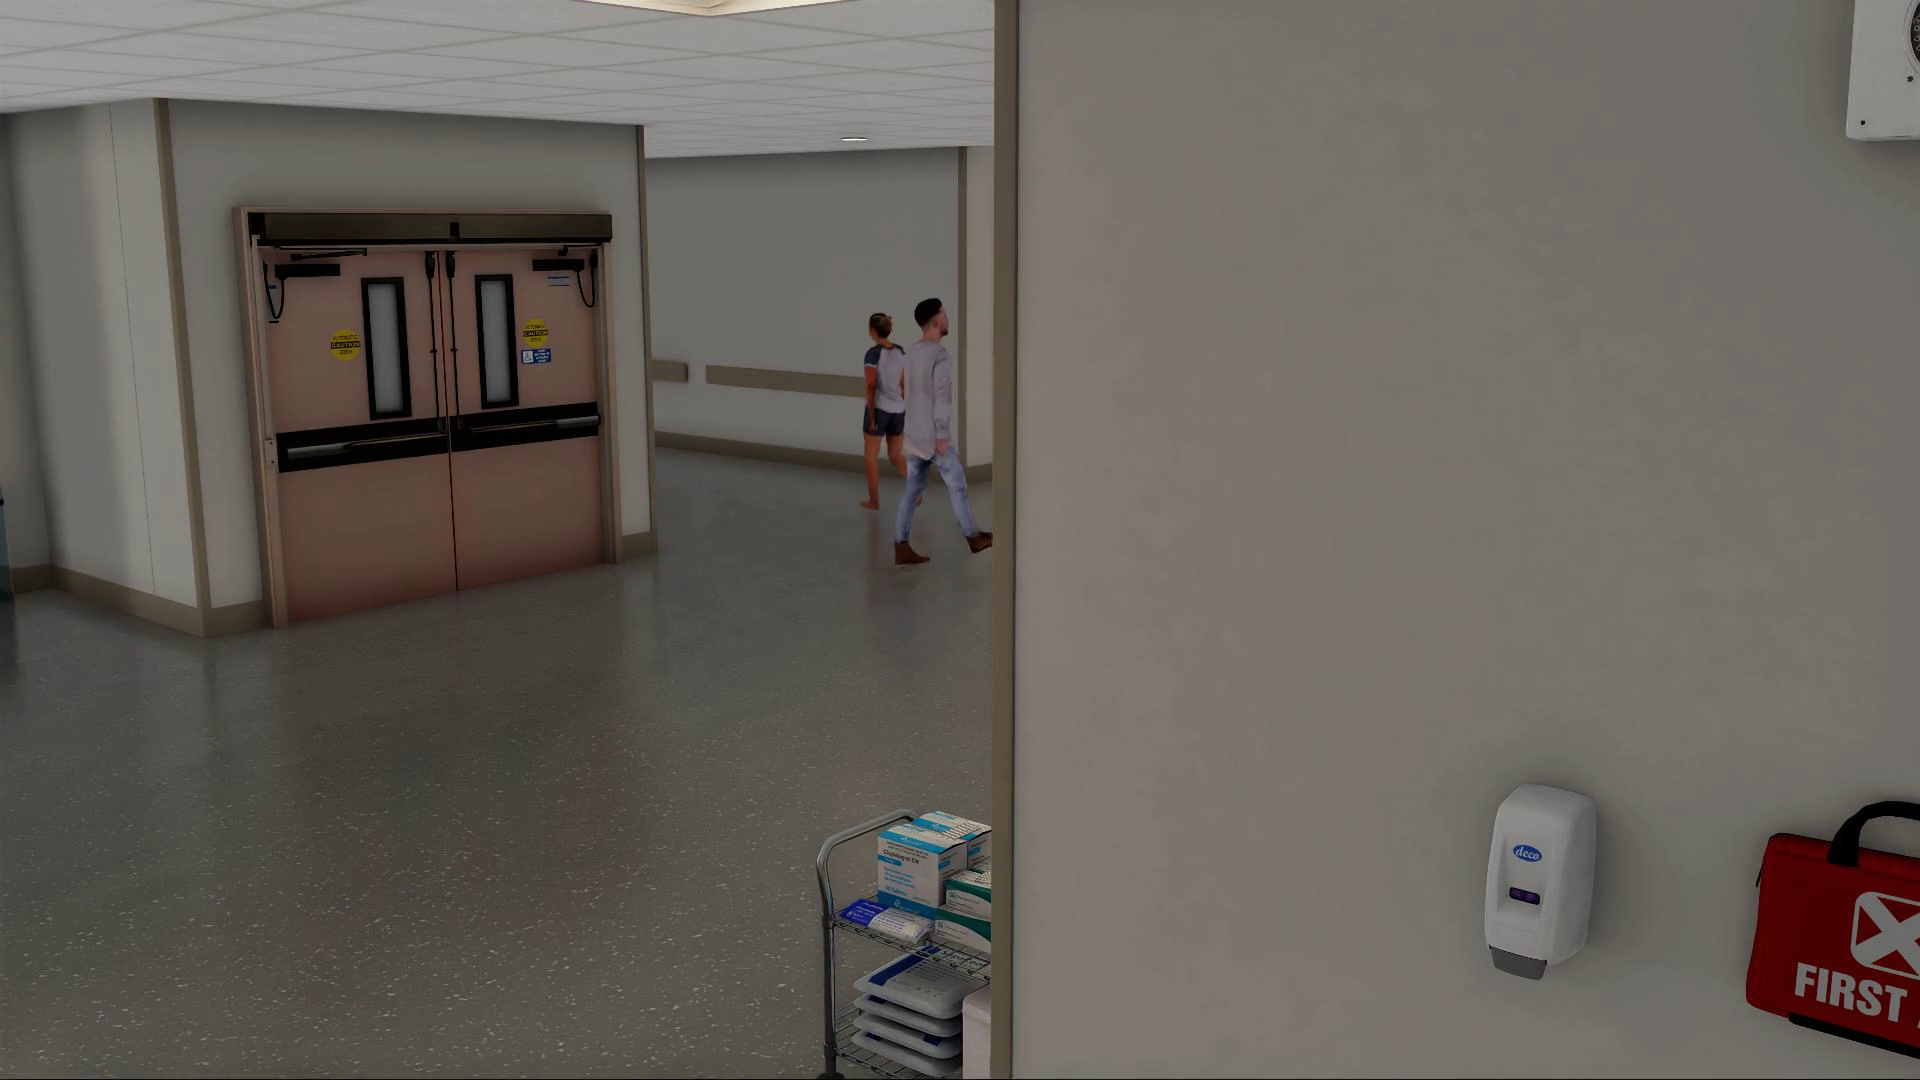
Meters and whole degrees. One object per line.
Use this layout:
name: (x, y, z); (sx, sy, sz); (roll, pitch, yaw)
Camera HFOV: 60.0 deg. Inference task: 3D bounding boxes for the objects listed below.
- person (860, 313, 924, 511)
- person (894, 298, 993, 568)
person: (-0.554, -1.012, 13.437); (0.826, 1.606, 0.726); (-9, 14, -39)
person: (-0.274, -0.688, 11.207); (1.169, 1.802, 0.890); (-8, 13, -35)
